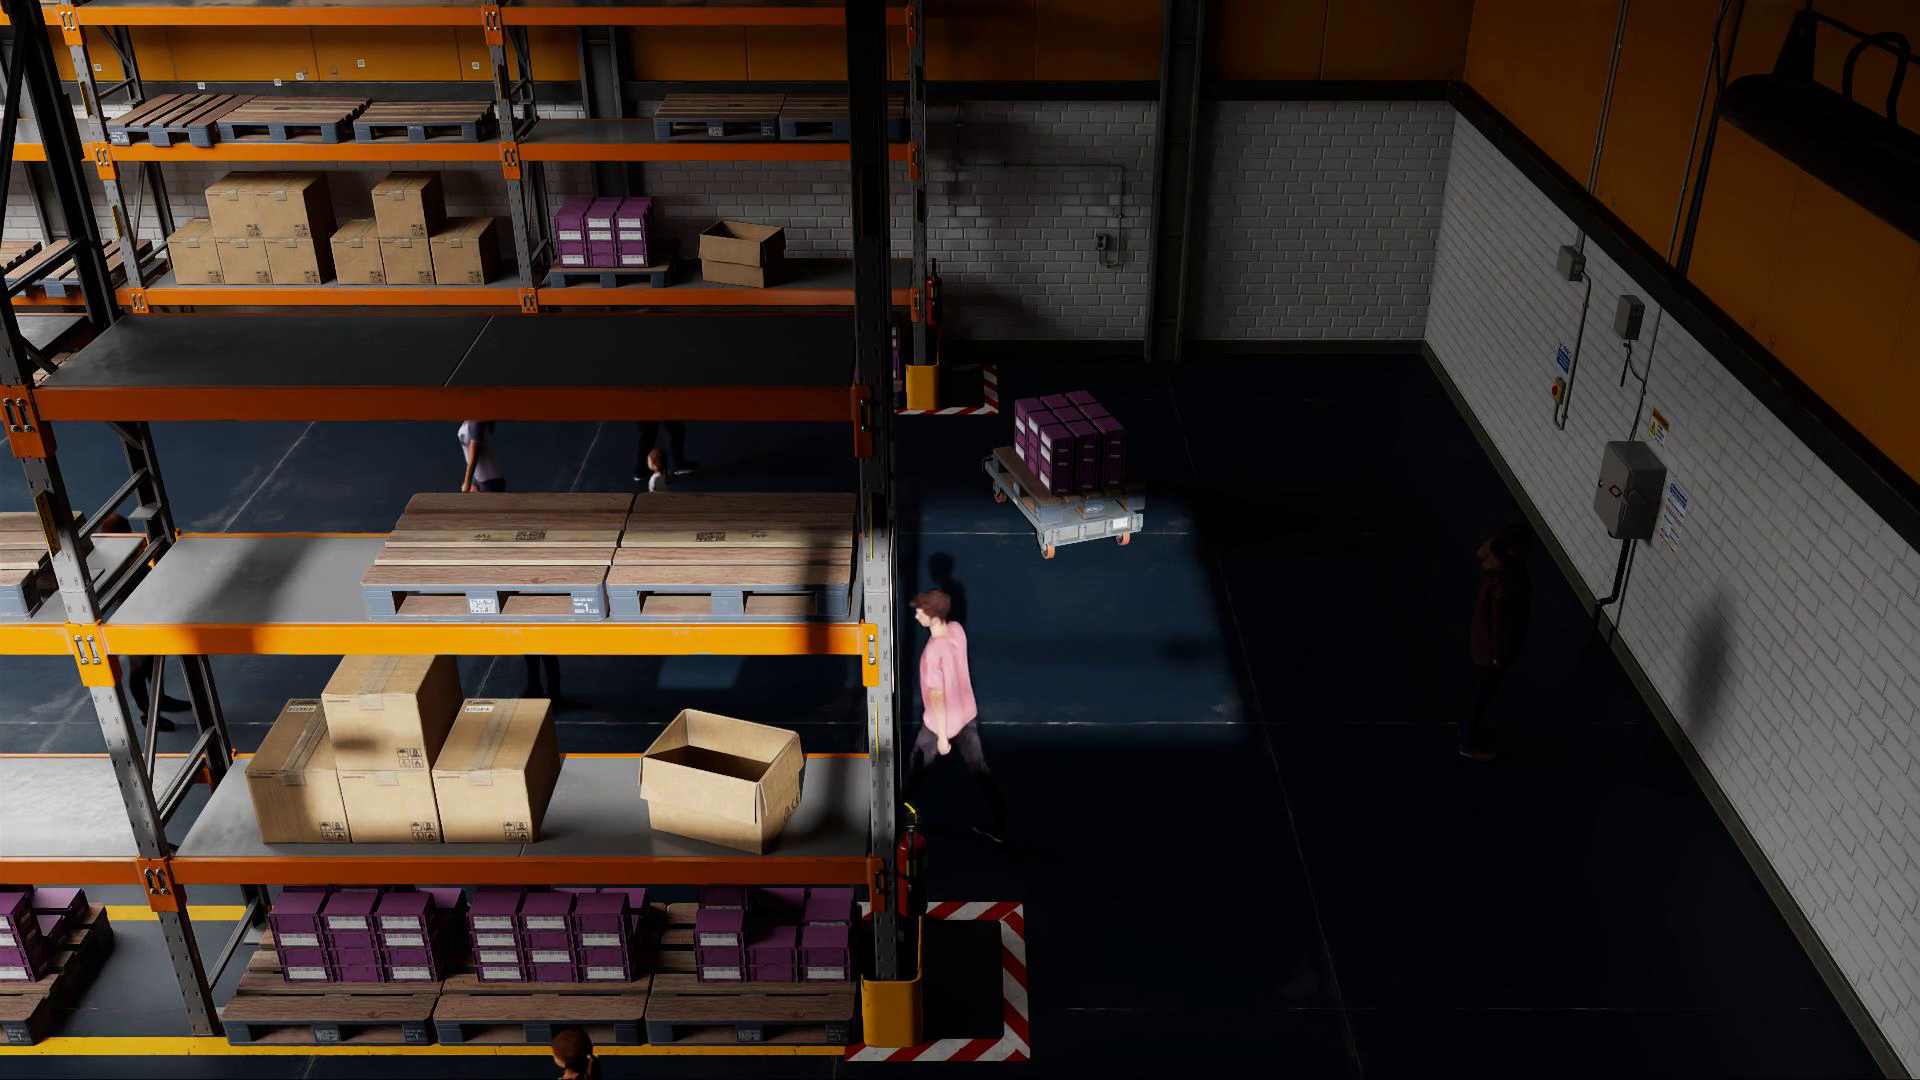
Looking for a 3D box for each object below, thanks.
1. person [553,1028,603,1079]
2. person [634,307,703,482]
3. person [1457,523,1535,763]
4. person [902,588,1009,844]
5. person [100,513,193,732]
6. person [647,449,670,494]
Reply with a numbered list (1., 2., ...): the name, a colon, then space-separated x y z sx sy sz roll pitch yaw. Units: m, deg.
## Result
1. person: -1.861 2.933 8.271 0.589 1.305 0.581 7 29 13
2. person: -2.998 -1.338 15.663 0.981 1.723 0.840 -13 31 -22
3. person: 3.797 0.693 11.815 0.765 1.845 0.825 7 29 13
4. person: 0.015 1.206 10.822 1.350 1.895 1.079 15 32 26
5. person: -6.028 0.574 12.170 0.541 1.712 0.621 3 29 5
6. person: -2.566 -0.316 14.536 0.712 1.010 0.538 8 30 15
